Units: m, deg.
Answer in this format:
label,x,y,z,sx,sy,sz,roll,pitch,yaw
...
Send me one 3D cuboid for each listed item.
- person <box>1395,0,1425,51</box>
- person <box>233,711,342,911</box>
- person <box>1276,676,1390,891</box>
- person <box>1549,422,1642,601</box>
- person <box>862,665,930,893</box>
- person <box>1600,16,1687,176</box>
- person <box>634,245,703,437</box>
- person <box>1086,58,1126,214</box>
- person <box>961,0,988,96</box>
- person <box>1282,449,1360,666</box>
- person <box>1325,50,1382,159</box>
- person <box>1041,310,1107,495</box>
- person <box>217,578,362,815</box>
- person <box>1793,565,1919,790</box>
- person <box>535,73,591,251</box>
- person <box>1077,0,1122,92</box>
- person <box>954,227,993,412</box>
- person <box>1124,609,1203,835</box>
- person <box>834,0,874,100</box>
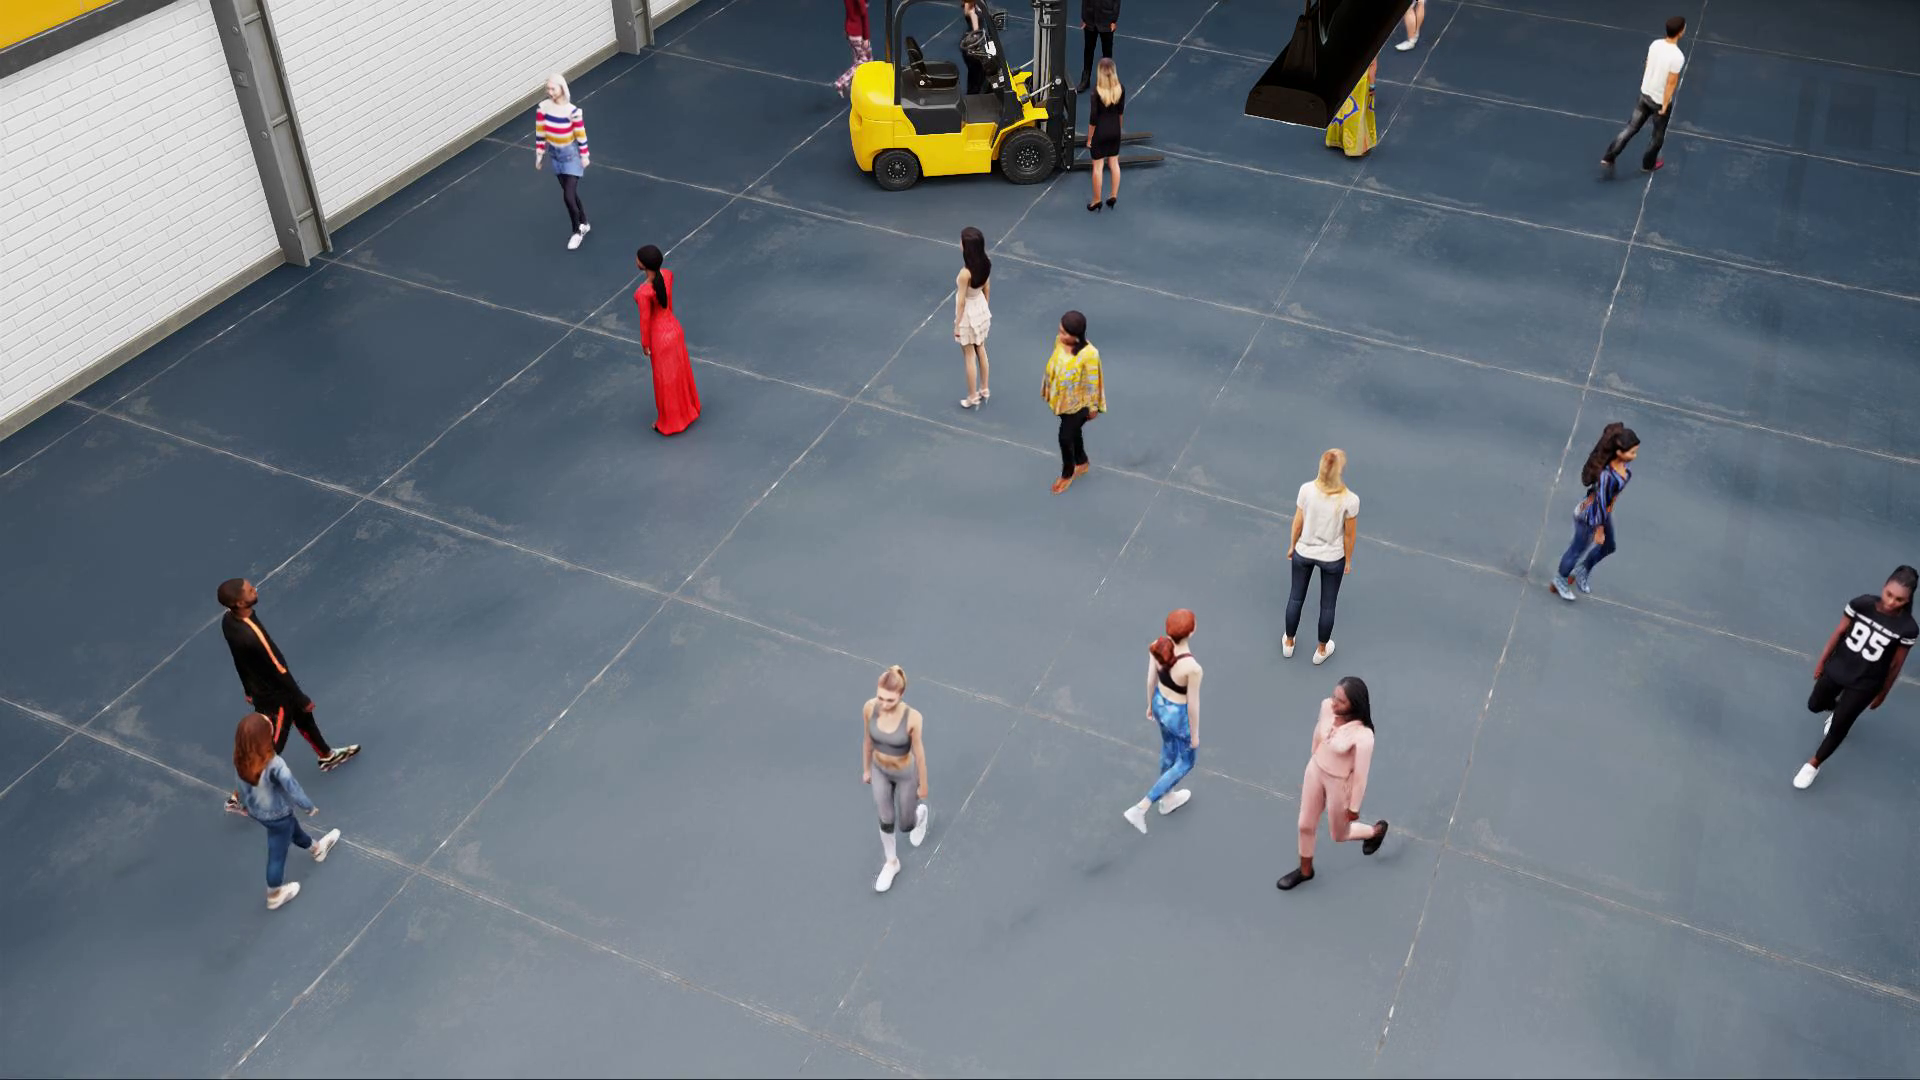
label,x,y,z,sx,sy,sz,roll,pitch,yaw
person,5.775,-7.095,20.824,0.907,1.822,0.466,26,46,29
person,-4.246,1.686,10.126,0.612,1.452,0.887,19,42,22
person,2.356,1.477,10.188,1.112,1.700,0.998,-18,42,-21
person,4.650,-0.210,12.371,0.761,1.613,0.632,29,47,31
person,-0.361,1.402,10.286,0.586,1.696,0.833,15,41,18
person,7.409,-4.756,17.939,1.195,1.778,1.044,-20,43,-23
person,-2.506,-1.699,14.104,0.659,1.786,0.517,16,41,19
person,1.517,-4.210,17.329,0.590,1.677,0.672,-17,42,-20
person,0.110,-5.630,19.056,0.731,1.739,0.619,8,39,10
person,2.547,0.121,11.800,0.613,1.808,0.496,14,41,17
person,4.408,-5.082,18.443,1.027,1.659,1.001,-19,42,-22
person,0.991,-1.159,13.541,0.925,1.636,0.876,-23,44,-26
person,-4.506,1.029,10.689,1.264,1.776,0.945,-28,46,-31
person,5.909,0.862,10.946,1.042,1.717,0.851,-29,47,-31
person,-3.948,-3.888,16.834,0.653,1.791,0.735,16,41,19
person,1.662,-6.209,19.749,0.638,1.780,0.634,12,40,15
person,0.123,-1.904,14.395,0.671,1.733,0.528,26,45,28
person,1.297,1.185,10.504,0.987,1.773,0.810,-27,46,-30
person,-1.265,-5.946,19.492,0.941,1.690,0.847,-22,43,-25
